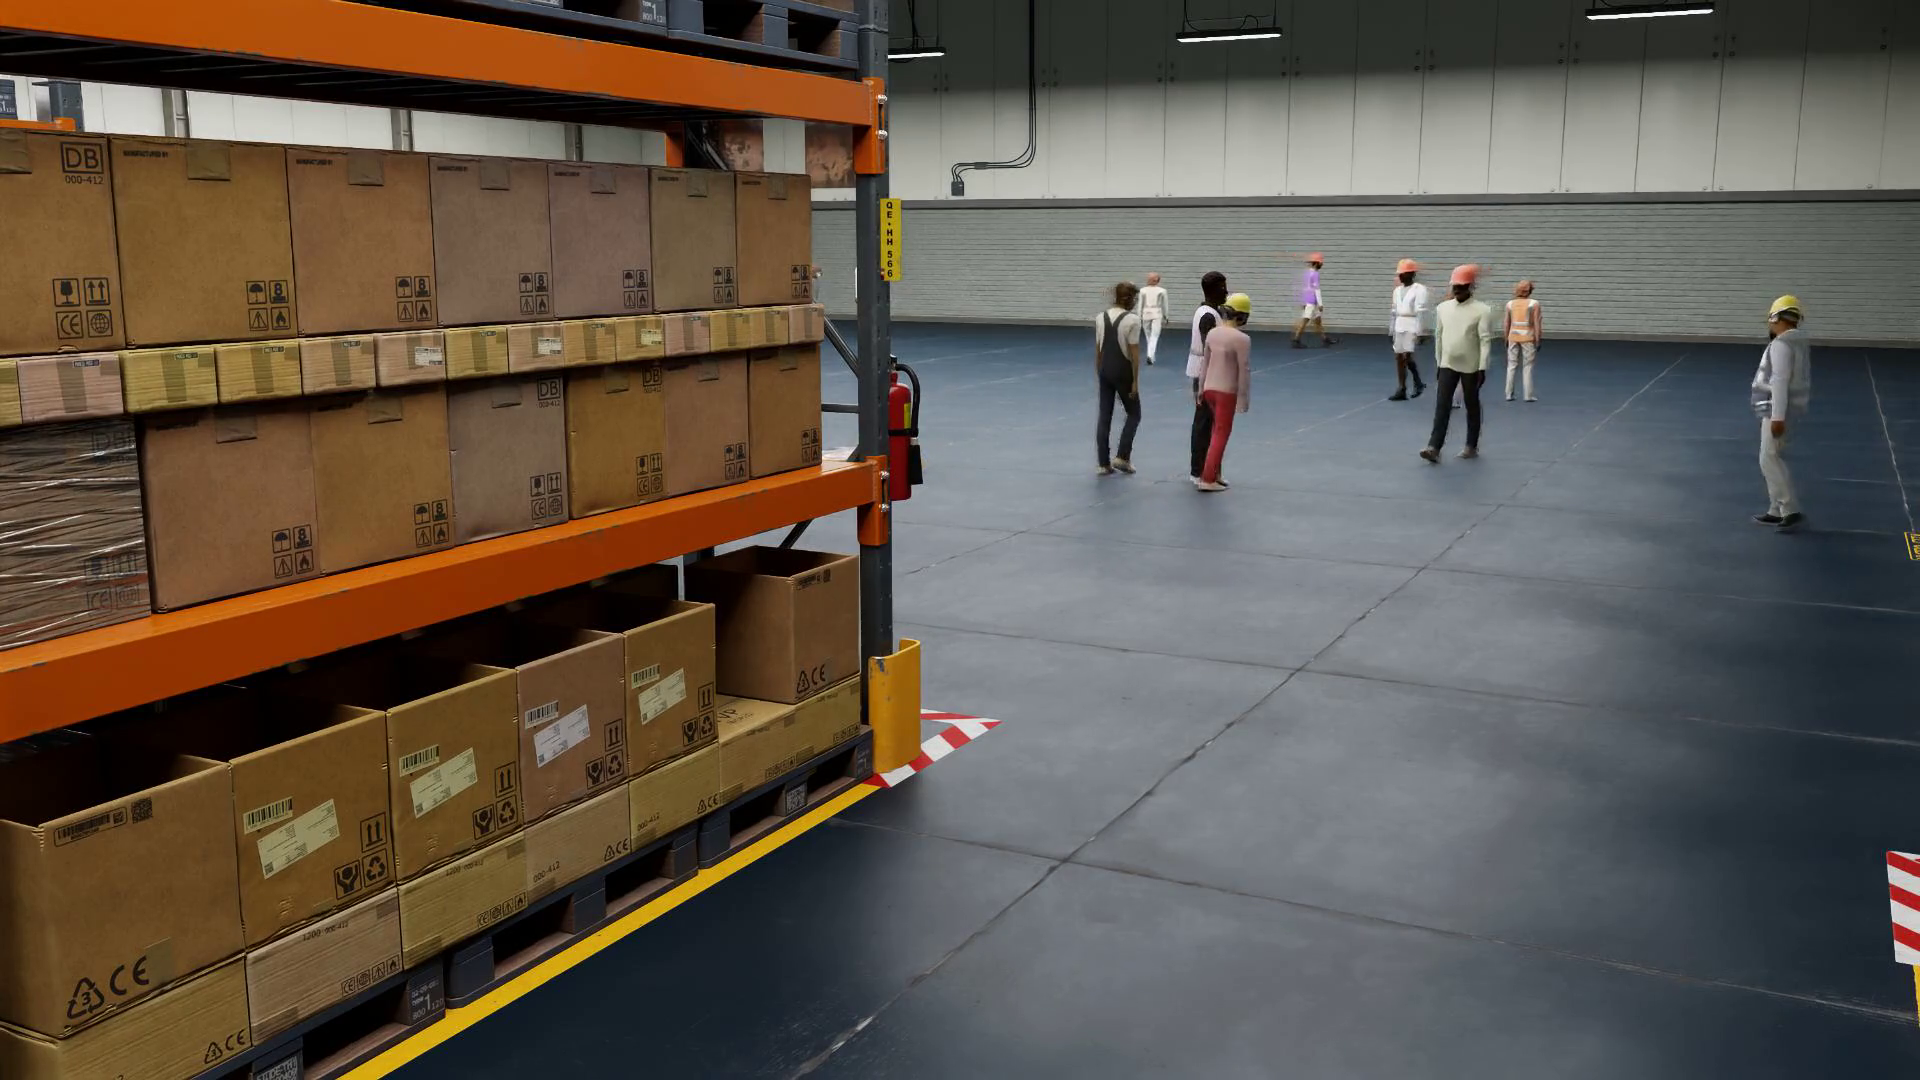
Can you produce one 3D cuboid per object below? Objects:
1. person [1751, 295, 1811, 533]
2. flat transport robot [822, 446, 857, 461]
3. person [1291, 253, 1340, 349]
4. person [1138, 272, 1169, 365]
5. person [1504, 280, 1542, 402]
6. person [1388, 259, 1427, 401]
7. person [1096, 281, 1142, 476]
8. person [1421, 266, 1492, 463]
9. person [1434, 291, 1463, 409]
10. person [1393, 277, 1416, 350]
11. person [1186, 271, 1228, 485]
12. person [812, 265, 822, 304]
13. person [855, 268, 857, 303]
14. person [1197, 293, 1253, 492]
[{"bbox_3d":[6.317,-0.967,12.725,0.521,1.786,0.711,8,13,37],"label":"person"},{"bbox_3d":[-1.108,-0.695,15.360,0.652,0.197,1.431,7,13,34],"label":"flat transport robot"},{"bbox_3d":[7.049,-4.722,32.921,1.004,1.878,0.564,0,10,-1],"label":"person"},{"bbox_3d":[3.361,-3.867,29.021,0.526,1.605,0.805,4,11,21],"label":"person"},{"bbox_3d":[7.601,-2.684,22.480,0.522,1.639,0.308,10,14,44],"label":"person"},{"bbox_3d":[6.047,-2.839,22.547,0.423,1.922,0.568,-6,12,-29],"label":"person"},{"bbox_3d":[1.478,-1.503,15.553,0.555,1.815,0.502,8,13,38],"label":"person"},{"bbox_3d":[4.942,-1.731,16.464,0.638,1.932,1.040,9,14,40],"label":"person"},{"bbox_3d":[6.418,-2.511,21.555,0.541,1.622,0.391,5,12,28],"label":"person"},{"bbox_3d":[8.739,-4.604,32.599,0.533,1.767,0.327,-7,13,-34],"label":"person"},{"bbox_3d":[2.236,-1.457,15.025,0.392,1.920,0.588,1,10,4],"label":"person"},{"bbox_3d":[-3.170,-5.112,35.819,0.510,1.588,0.531,2,11,13],"label":"person"},{"bbox_3d":[-2.021,-5.346,36.328,0.574,1.883,0.356,-4,11,-23],"label":"person"},{"bbox_3d":[2.328,-1.289,14.585,0.557,1.732,0.542,-6,12,-31],"label":"person"}]
